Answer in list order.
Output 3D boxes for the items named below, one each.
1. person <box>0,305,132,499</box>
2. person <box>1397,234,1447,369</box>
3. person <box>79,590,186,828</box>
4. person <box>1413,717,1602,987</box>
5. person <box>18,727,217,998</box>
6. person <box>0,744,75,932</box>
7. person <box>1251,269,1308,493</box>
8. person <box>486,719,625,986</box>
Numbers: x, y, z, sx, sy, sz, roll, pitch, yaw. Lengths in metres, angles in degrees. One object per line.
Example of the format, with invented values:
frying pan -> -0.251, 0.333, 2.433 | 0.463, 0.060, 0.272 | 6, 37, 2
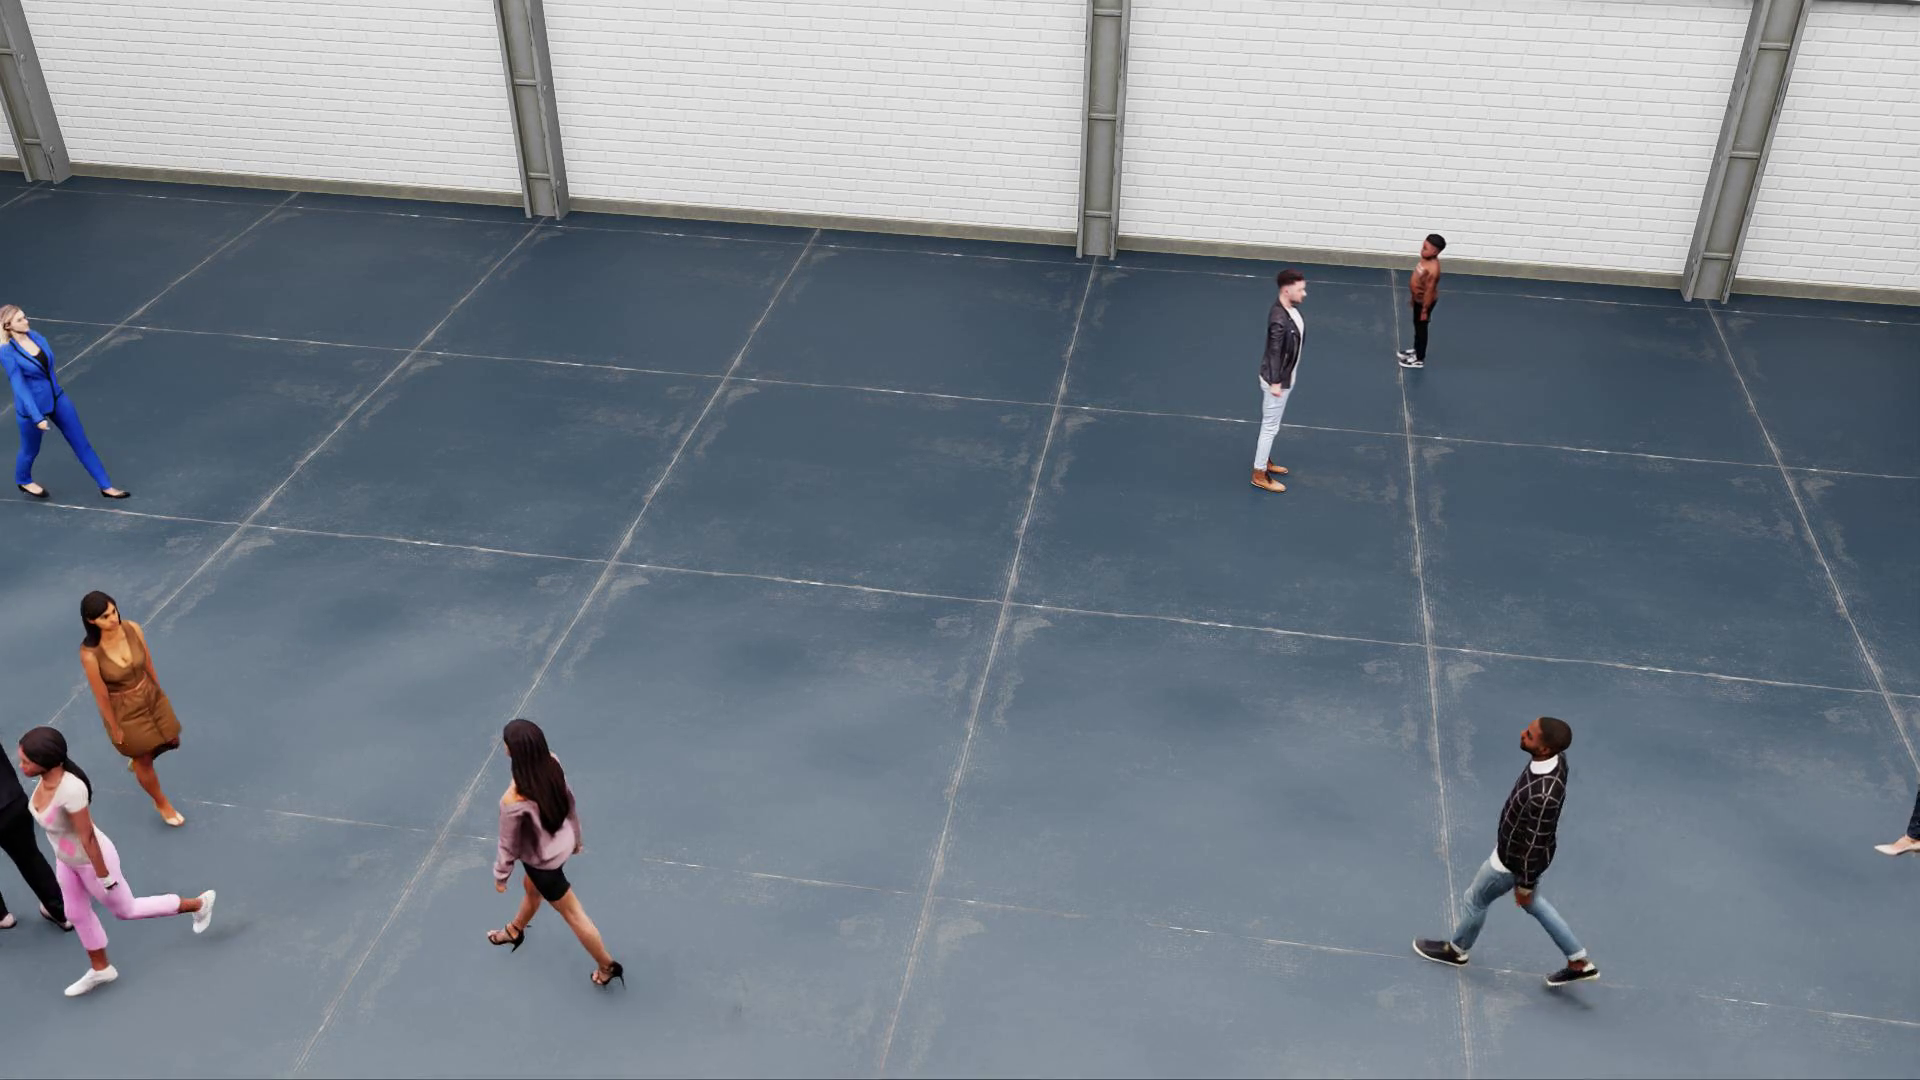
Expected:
person -> -7.146, -1.002, 12.777 | 1.156, 1.659, 0.676 | 8, 34, 12
person -> 4.157, -2.147, 14.865 | 0.496, 1.254, 0.535 | 2, 34, 4
person -> -4.910, 0.980, 9.775 | 0.802, 1.680, 0.674 | 16, 37, 23
person -> 3.023, 1.665, 8.649 | 1.272, 1.787, 0.906 | 16, 37, 22
person -> -4.486, 1.641, 8.749 | 1.047, 1.716, 1.080 | -28, 43, -35
person -> -5.223, 1.539, 9.018 | 0.814, 1.588, 0.709 | 11, 35, 16
person -> 2.487, -1.273, 13.025 | 0.559, 1.835, 0.674 | 9, 35, 13
person -> -2.050, 1.697, 8.618 | 1.114, 1.766, 0.760 | 11, 35, 16
